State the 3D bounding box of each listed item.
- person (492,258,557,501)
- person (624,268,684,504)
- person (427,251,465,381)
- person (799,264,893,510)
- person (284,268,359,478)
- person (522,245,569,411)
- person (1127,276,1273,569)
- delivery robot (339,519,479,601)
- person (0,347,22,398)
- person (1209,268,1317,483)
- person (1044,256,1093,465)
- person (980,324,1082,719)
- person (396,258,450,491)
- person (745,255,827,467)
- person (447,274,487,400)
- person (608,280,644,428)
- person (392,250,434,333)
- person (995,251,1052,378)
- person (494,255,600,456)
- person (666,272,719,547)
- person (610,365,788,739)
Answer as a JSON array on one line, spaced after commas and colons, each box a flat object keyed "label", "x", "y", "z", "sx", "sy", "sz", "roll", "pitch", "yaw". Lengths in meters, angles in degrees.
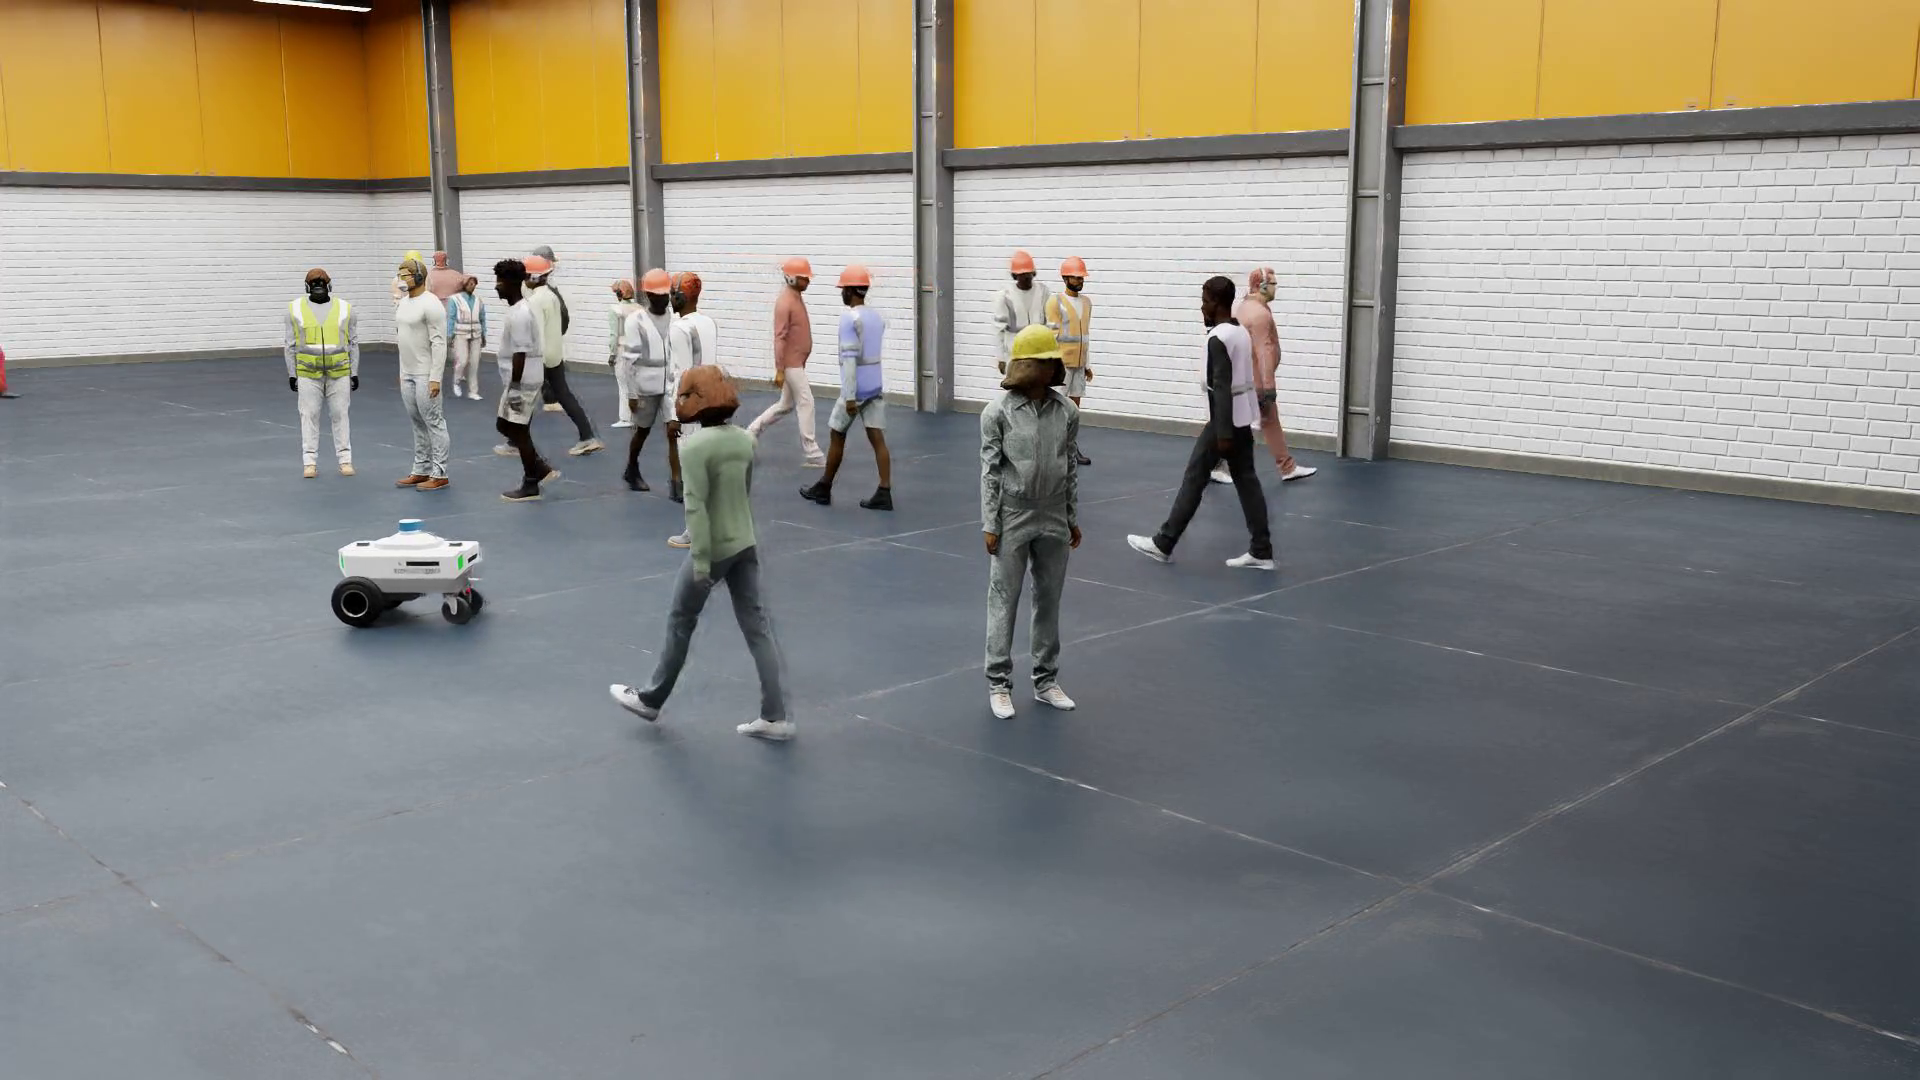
[{"label": "person", "x": -3.556, "y": -1.279, "z": 13.360, "sx": 0.423, "sy": 1.946, "sz": 0.630, "roll": -3, "pitch": 11, "yaw": -14}, {"label": "person", "x": -2.501, "y": -1.269, "z": 13.531, "sx": 0.562, "sy": 1.886, "sz": 1.002, "roll": -7, "pitch": 12, "yaw": -33}, {"label": "person", "x": -7.537, "y": -3.260, "z": 24.303, "sx": 0.639, "sy": 1.904, "sz": 0.407, "roll": -4, "pitch": 11, "yaw": -21}, {"label": "person", "x": -0.875, "y": -1.194, "z": 13.043, "sx": 0.943, "sy": 1.892, "sz": 0.564, "roll": 7, "pitch": 12, "yaw": 34}, {"label": "person", "x": -5.636, "y": -1.475, "z": 14.736, "sx": 0.624, "sy": 1.844, "sz": 0.429, "roll": -5, "pitch": 11, "yaw": -24}, {"label": "person", "x": -5.092, "y": -2.584, "z": 20.233, "sx": 0.667, "sy": 2.000, "sz": 0.682, "roll": 0, "pitch": 10, "yaw": 0}, {"label": "person", "x": 1.598, "y": -0.751, "z": 10.708, "sx": 0.988, "sy": 1.862, "sz": 0.592, "roll": 5, "pitch": 12, "yaw": 27}, {"label": "delivery robot", "x": -3.052, "y": 0.128, "z": 9.245, "sx": 0.707, "sy": 0.478, "sz": 0.477, "roll": 0, "pitch": 10, "yaw": 0}, {"label": "person", "x": -12.645, "y": -2.702, "z": 21.681, "sx": 0.723, "sy": 1.740, "sz": 0.532, "roll": -9, "pitch": 14, "yaw": -40}, {"label": "person", "x": 2.568, "y": -1.398, "z": 14.272, "sx": 1.022, "sy": 1.852, "sz": 0.664, "roll": 0, "pitch": 10, "yaw": 1}, {"label": "person", "x": 1.030, "y": -1.642, "z": 15.379, "sx": 0.545, "sy": 1.939, "sz": 0.373, "roll": -9, "pitch": 14, "yaw": -40}, {"label": "person", "x": 0.327, "y": -0.081, "z": 7.397, "sx": 0.493, "sy": 1.743, "sz": 0.300, "roll": -5, "pitch": 12, "yaw": -26}, {"label": "person", "x": -4.518, "y": -1.379, "z": 13.938, "sx": 0.627, "sy": 1.941, "sz": 0.371, "roll": 10, "pitch": 14, "yaw": 43}, {"label": "person", "x": -1.625, "y": -1.642, "z": 15.343, "sx": 0.928, "sy": 1.960, "sz": 0.619, "roll": 1, "pitch": 10, "yaw": 7}, {"label": "person", "x": -6.371, "y": -2.614, "z": 21.510, "sx": 0.384, "sy": 1.624, "sz": 0.547, "roll": 10, "pitch": 14, "yaw": 43}, {"label": "person", "x": -3.701, "y": -2.063, "z": 18.500, "sx": 0.307, "sy": 1.638, "sz": 0.511, "roll": 6, "pitch": 12, "yaw": 32}, {"label": "person", "x": -7.449, "y": -2.994, "z": 22.775, "sx": 0.589, "sy": 1.929, "sz": 0.368, "roll": -10, "pitch": 14, "yaw": -42}, {"label": "person", "x": 0.657, "y": -1.891, "z": 16.661, "sx": 0.648, "sy": 1.963, "sz": 0.968, "roll": -3, "pitch": 11, "yaw": -14}, {"label": "person", "x": -3.995, "y": -1.770, "z": 16.060, "sx": 1.039, "sy": 1.947, "sz": 0.634, "roll": 2, "pitch": 11, "yaw": 10}, {"label": "person", "x": -1.832, "y": -0.888, "z": 11.413, "sx": 0.337, "sy": 1.882, "sz": 0.585, "roll": 3, "pitch": 11, "yaw": 16}, {"label": "person", "x": -1.095, "y": 0.052, "z": 7.097, "sx": 0.855, "sy": 1.579, "sz": 0.515, "roll": 6, "pitch": 12, "yaw": 28}]
